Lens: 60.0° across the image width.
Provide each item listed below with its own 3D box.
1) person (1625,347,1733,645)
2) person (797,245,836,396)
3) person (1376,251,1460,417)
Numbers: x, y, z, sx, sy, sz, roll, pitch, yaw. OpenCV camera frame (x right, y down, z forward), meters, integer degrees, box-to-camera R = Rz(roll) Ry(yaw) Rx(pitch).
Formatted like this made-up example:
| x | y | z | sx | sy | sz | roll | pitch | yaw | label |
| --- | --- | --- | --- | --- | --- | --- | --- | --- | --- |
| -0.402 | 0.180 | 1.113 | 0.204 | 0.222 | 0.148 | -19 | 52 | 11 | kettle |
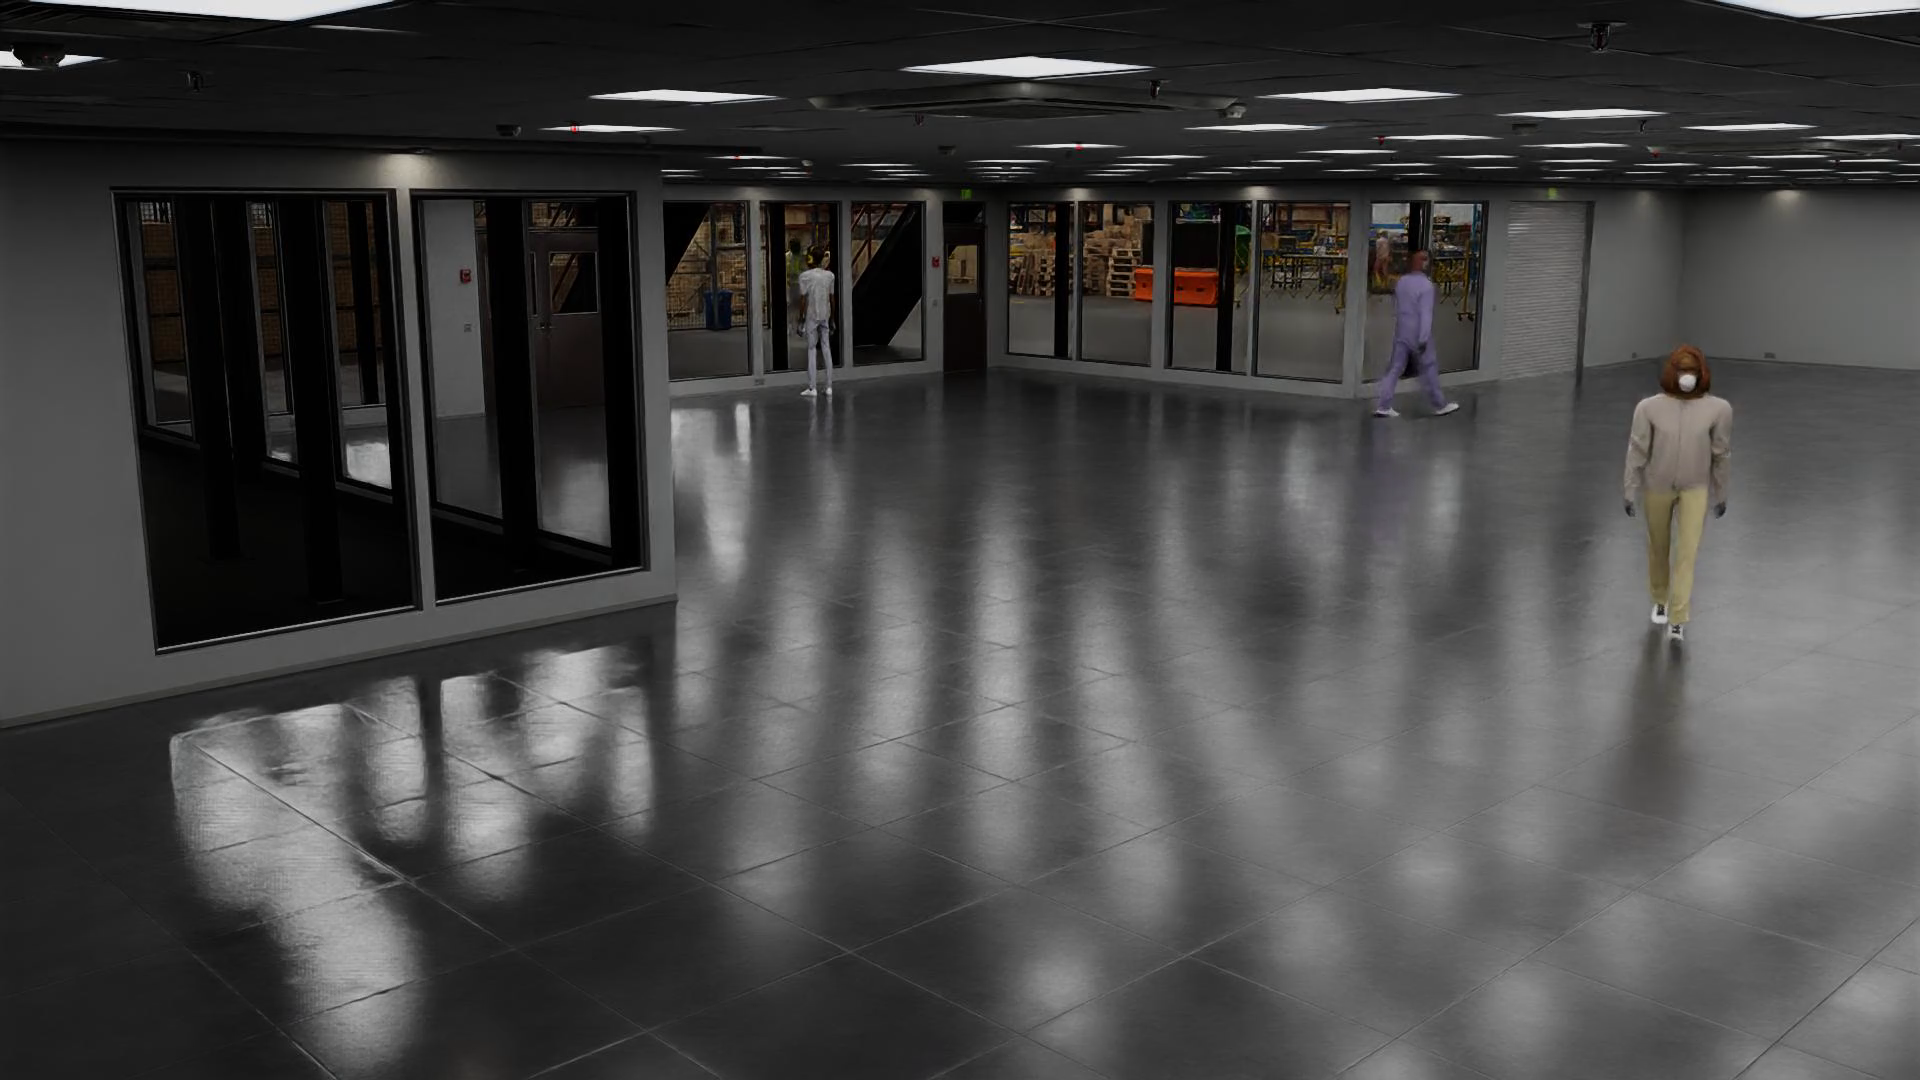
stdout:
| x | y | z | sx | sy | sz | roll | pitch | yaw | label |
| --- | --- | --- | --- | --- | --- | --- | --- | --- | --- |
| 3.892 | -0.257 | 9.046 | 0.517 | 1.585 | 0.881 | 5 | 12 | 22 | person |
| -1.789 | -2.719 | 20.679 | 0.532 | 1.873 | 0.321 | -7 | 13 | -31 | person |
| 5.126 | -2.294 | 18.593 | 0.999 | 1.855 | 0.640 | -5 | 12 | -24 | person |
